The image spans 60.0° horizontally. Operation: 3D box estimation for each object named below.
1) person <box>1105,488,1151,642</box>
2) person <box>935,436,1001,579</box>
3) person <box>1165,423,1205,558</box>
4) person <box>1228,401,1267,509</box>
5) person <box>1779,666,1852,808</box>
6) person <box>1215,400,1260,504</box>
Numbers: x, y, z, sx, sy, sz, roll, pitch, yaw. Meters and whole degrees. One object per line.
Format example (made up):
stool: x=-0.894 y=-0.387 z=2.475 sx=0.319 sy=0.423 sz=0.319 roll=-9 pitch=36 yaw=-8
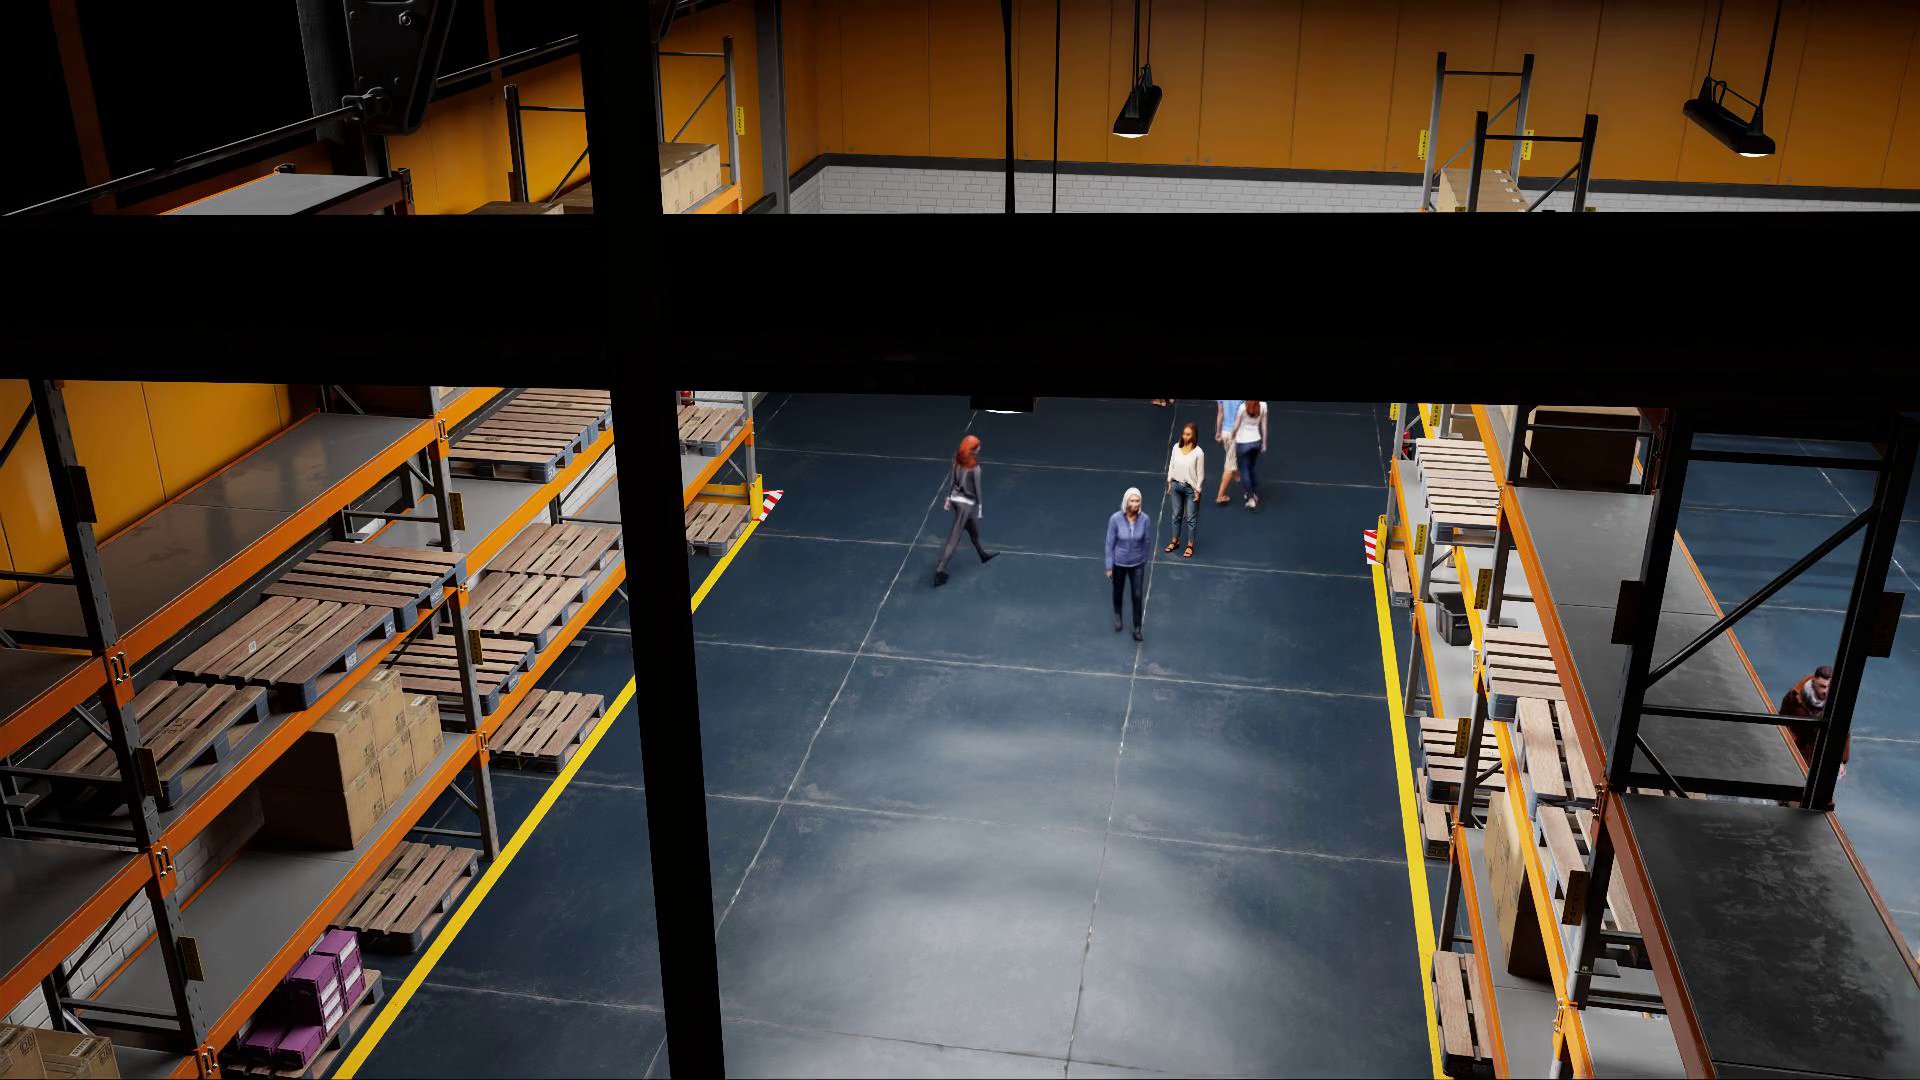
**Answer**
person: x=1.818 y=0.213 z=18.316 sx=0.794 sy=1.707 sz=1.091 roll=0 pitch=24 yaw=-1
person: x=-0.033 y=-0.334 z=19.568 sx=1.243 sy=1.707 sz=1.147 roll=-20 pitch=30 yaw=-38
person: x=2.756 y=-0.631 z=20.280 sx=0.693 sy=1.682 sz=0.685 roll=16 pitch=28 yaw=32
person: x=3.765 y=-1.201 z=21.549 sx=0.811 sy=1.710 sz=0.914 roll=-8 pitch=25 yaw=-17
person: x=7.328 y=1.855 z=14.472 sx=0.768 sy=1.778 sz=1.148 roll=5 pitch=24 yaw=11
person: x=3.549 y=-1.350 z=21.758 sx=1.091 sy=1.814 sz=1.316 roll=19 pitch=30 yaw=36
